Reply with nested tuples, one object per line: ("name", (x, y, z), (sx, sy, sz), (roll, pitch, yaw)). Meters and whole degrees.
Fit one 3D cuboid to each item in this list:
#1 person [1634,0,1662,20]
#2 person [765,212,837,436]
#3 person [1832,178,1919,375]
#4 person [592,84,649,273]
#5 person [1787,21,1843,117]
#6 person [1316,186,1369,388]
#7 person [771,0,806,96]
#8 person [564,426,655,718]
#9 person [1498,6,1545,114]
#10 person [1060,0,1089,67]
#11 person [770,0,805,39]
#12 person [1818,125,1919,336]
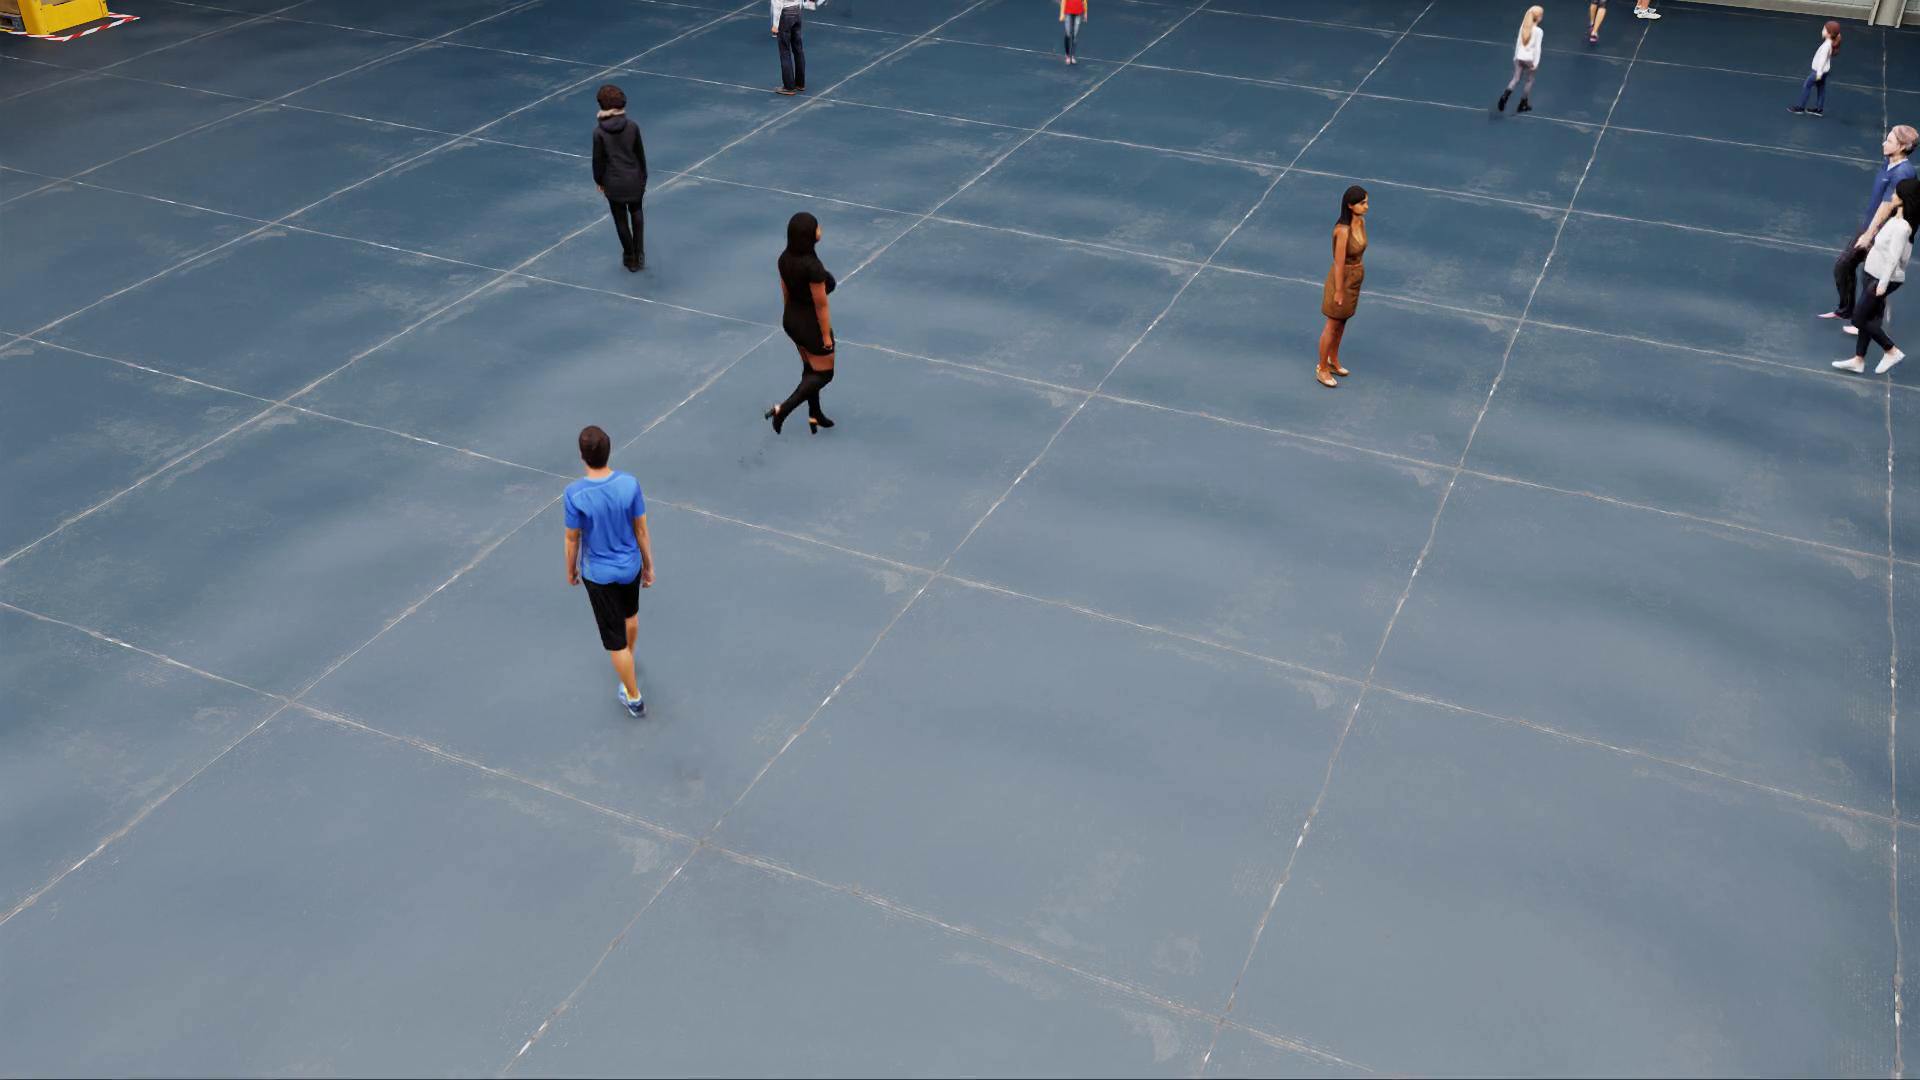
("person", (9.787, -8.290, 23.294), (0.655, 1.853, 0.739), (5, 33, 8))
("person", (-1.219, -1.565, 12.647), (0.946, 1.839, 0.972), (-23, 39, -32))
("person", (7.689, -2.125, 13.678), (0.702, 1.685, 0.618), (13, 34, 20))
("person", (-3.121, -3.331, 15.512), (0.750, 1.768, 0.798), (-13, 35, -20))
("person", (10.259, -5.575, 19.695), (0.639, 1.100, 0.524), (24, 39, 33))
("person", (3.142, -2.088, 13.615), (0.549, 1.689, 0.596), (20, 37, 28))
("person", (-2.102, -6.384, 20.303), (0.621, 1.820, 0.686), (21, 38, 29))
("person", (-2.011, 0.244, 9.776), (0.940, 1.843, 1.054), (-17, 36, -25))
("person", (6.662, -5.673, 19.697), (0.756, 1.265, 0.780), (-22, 38, -31))
("person", (1.438, -6.809, 21.464), (0.592, 1.301, 0.659), (-7, 33, -10))
("person", (-2.407, -7.701, 22.363), (0.786, 1.850, 0.632), (-25, 40, -34))
("person", (8.027, -2.634, 14.328), (0.775, 1.852, 0.765), (5, 33, 8))
